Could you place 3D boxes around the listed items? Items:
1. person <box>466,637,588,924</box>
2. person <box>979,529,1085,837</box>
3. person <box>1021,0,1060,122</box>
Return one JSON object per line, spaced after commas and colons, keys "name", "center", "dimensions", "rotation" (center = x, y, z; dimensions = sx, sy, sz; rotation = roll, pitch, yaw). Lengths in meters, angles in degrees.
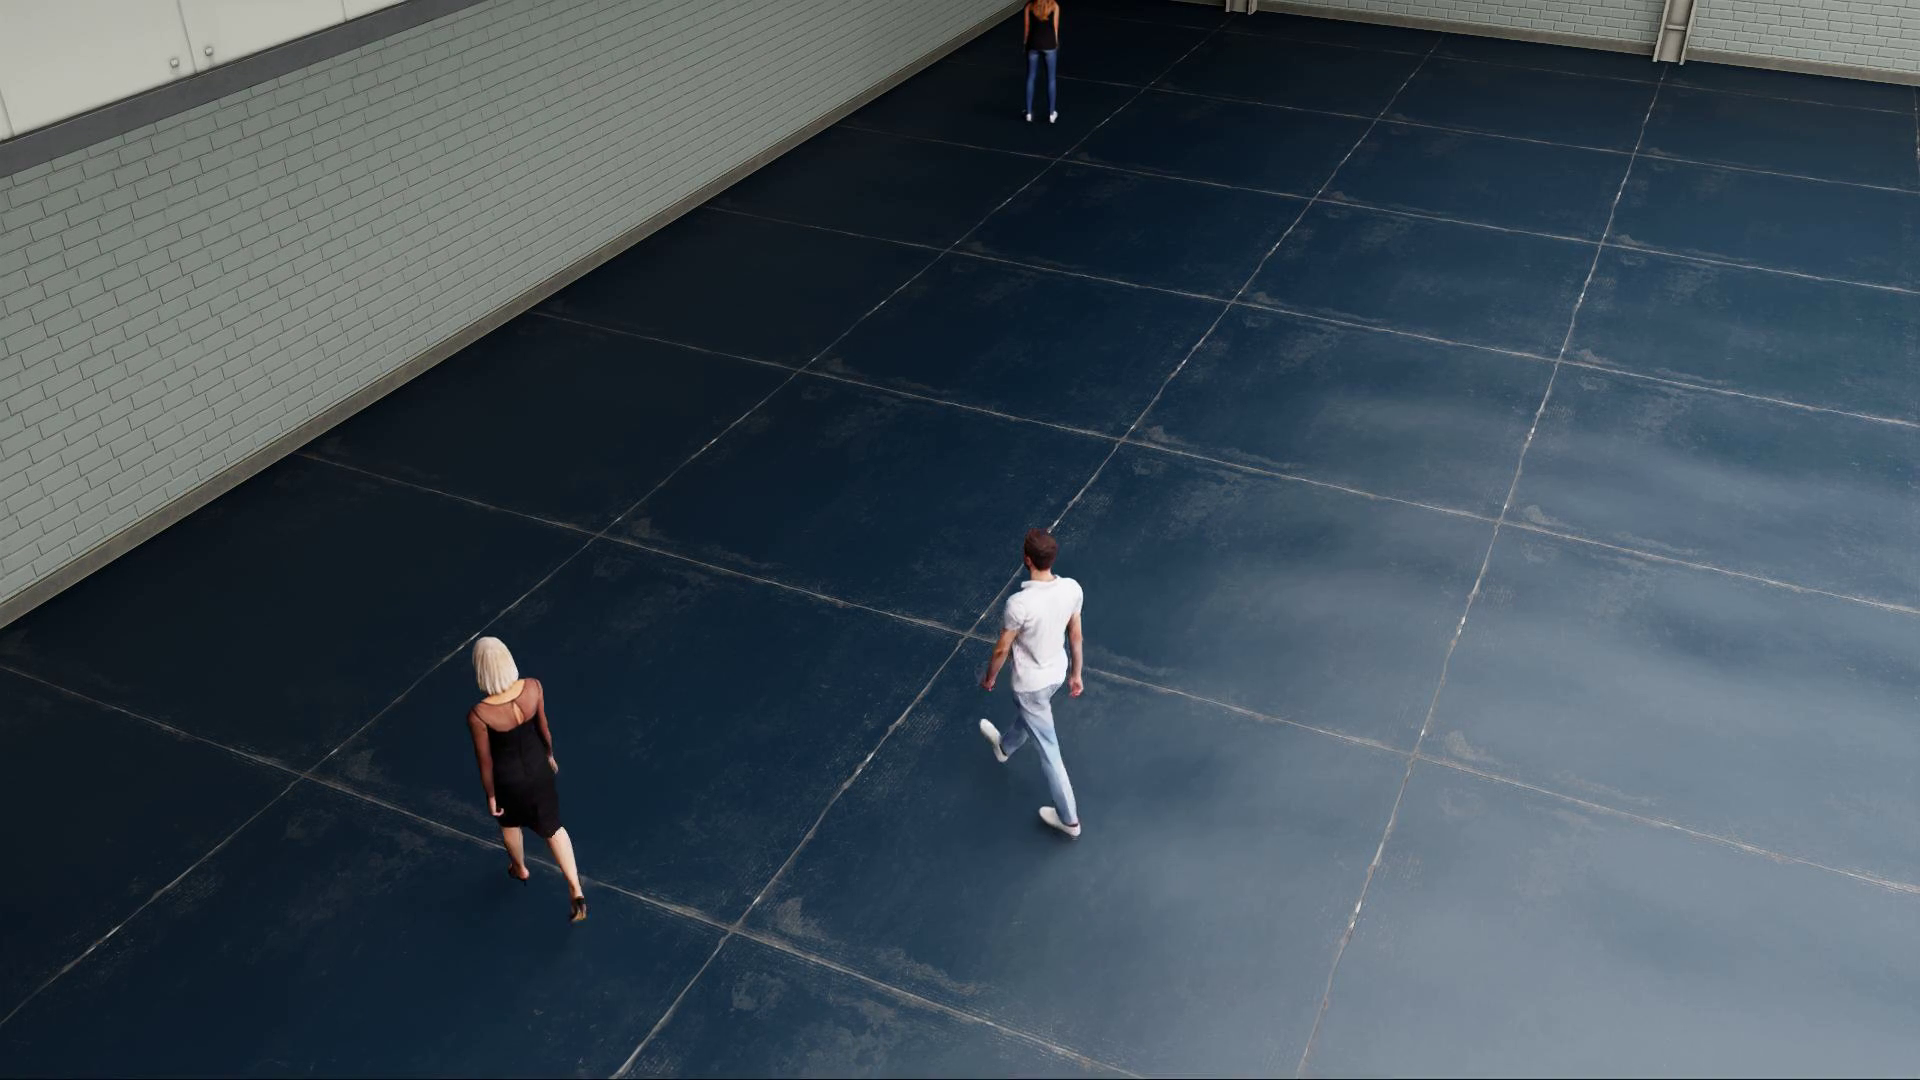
{"name": "person", "center": [-2.227, 1.268, 8.592], "dimensions": [0.906, 1.721, 1.120], "rotation": [-23, 39, -32]}
{"name": "person", "center": [0.498, 0.848, 9.196], "dimensions": [0.994, 1.786, 1.311], "rotation": [-25, 40, -34]}
{"name": "person", "center": [0.973, -5.914, 19.982], "dimensions": [0.579, 1.715, 0.720], "rotation": [3, 32, 5]}
